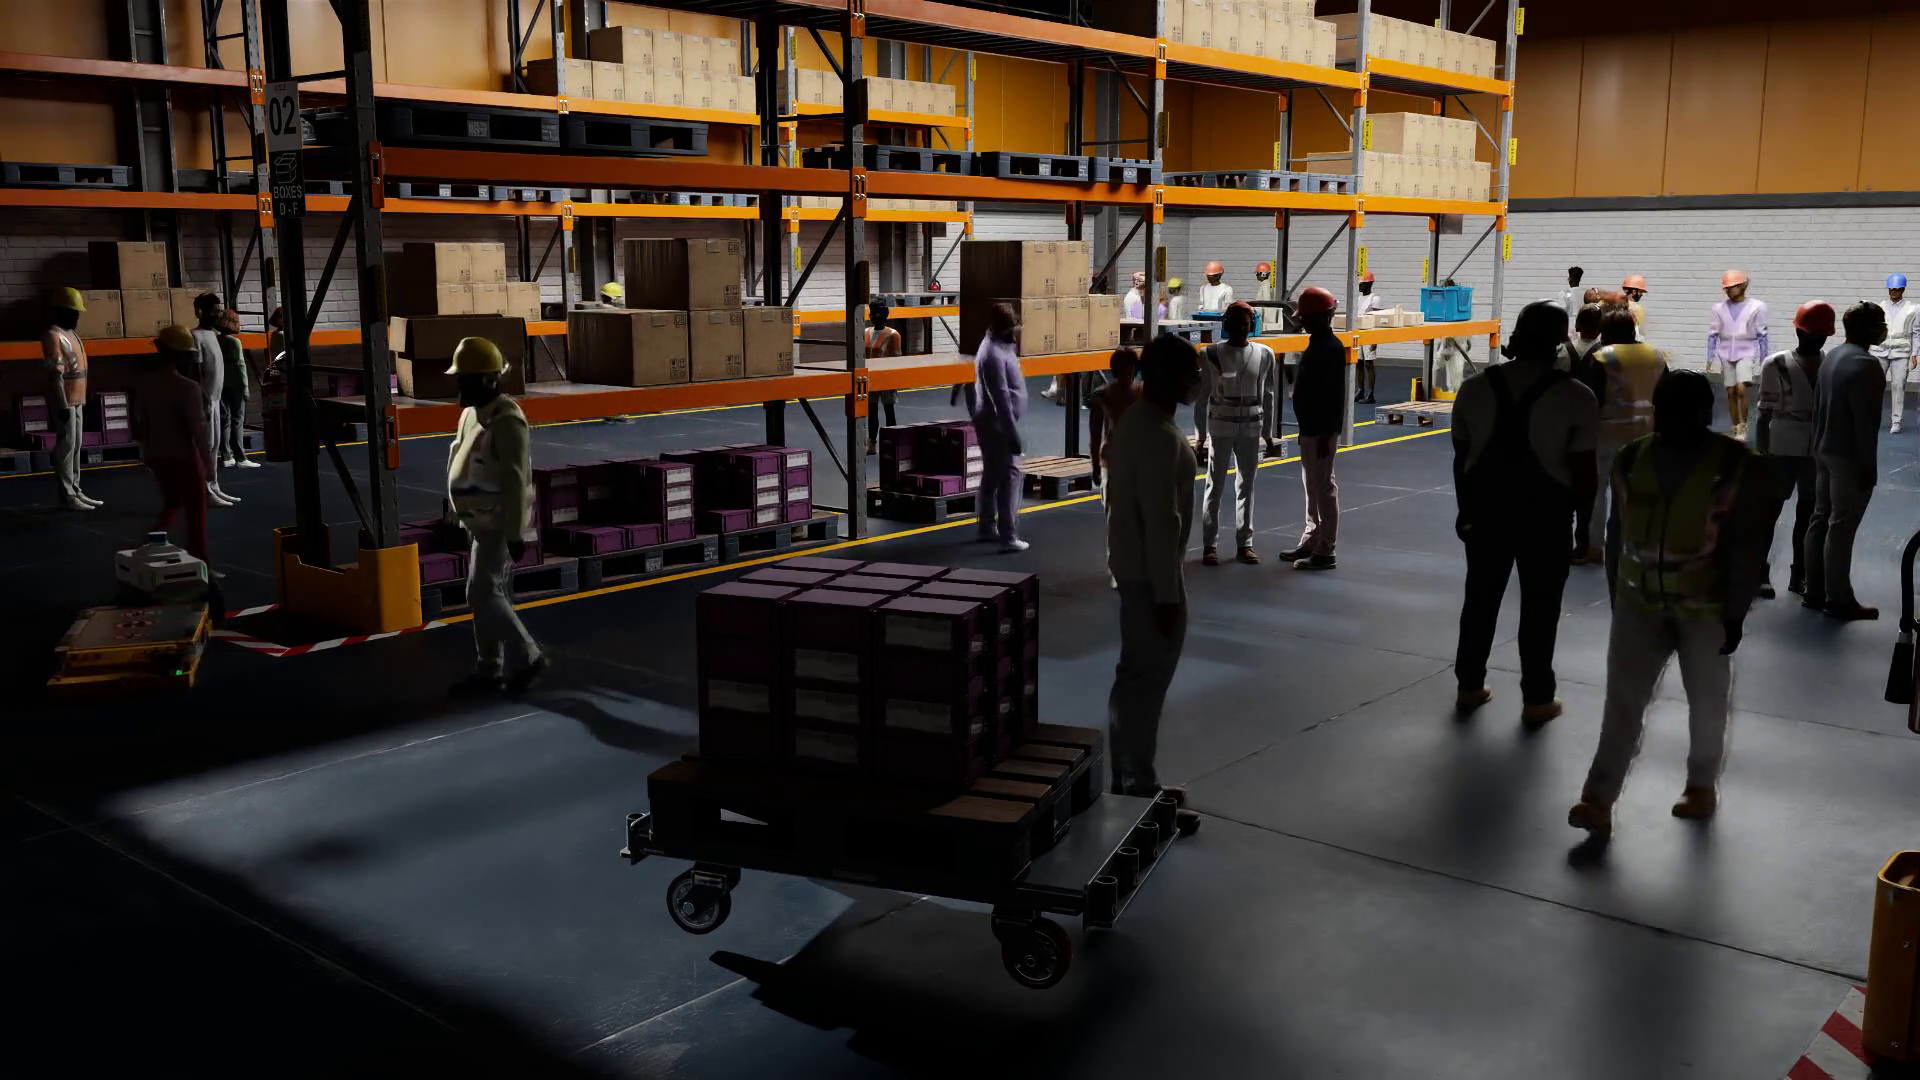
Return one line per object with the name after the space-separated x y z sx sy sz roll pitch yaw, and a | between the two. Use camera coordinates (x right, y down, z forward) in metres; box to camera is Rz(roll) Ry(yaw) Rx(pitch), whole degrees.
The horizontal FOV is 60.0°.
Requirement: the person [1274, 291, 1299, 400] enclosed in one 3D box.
4.673 -2.809 24.117 0.544 1.679 0.430 5 11 26 | person

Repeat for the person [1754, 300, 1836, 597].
5.412 -0.575 10.705 0.551 1.925 0.381 0 10 2 | person

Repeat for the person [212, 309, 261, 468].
-7.480 -1.549 17.086 0.499 1.633 0.289 7 12 33 | person

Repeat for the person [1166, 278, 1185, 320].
3.820 -3.688 28.933 0.630 1.745 0.530 6 12 30 | person

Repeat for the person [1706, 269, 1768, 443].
8.860 -2.081 19.031 0.623 2.008 0.690 9 14 43 | person

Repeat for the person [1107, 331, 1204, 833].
0.757 0.158 6.499 0.355 1.936 0.635 0 10 -2 | person

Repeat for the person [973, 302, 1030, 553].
0.331 -0.840 12.413 0.465 1.859 0.678 0 10 -2 | person

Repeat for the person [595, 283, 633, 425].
-4.454 -2.363 21.213 0.640 1.814 0.454 10 14 44 | person

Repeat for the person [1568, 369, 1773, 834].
2.725 0.250 6.381 0.624 1.791 0.954 9 13 40 | person

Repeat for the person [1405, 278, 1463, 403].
6.600 -2.671 22.908 0.894 1.828 0.573 7 12 33 | person

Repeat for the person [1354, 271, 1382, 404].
5.865 -2.935 24.138 0.390 1.932 0.573 -4 11 -21 | person

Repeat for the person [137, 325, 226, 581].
-5.186 -0.552 11.049 0.552 1.749 0.494 4 11 22 | person

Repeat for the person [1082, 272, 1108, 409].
1.891 -2.770 23.230 0.389 1.918 0.590 -6 12 -30 | person

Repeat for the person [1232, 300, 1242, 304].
3.315 -2.068 20.023 0.514 1.640 0.310 2 10 11 | person

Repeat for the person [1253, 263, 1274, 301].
5.404 -3.941 29.675 0.382 1.993 0.622 1 10 8 | person

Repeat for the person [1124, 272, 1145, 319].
2.623 -2.955 24.316 0.410 1.909 0.643 4 11 21 | person

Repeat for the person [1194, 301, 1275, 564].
1.959 -0.760 11.876 0.583 1.882 0.338 -1 10 -6 | person

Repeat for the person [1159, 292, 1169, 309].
2.842 -2.697 23.616 0.285 1.636 0.497 -2 10 -9 | person

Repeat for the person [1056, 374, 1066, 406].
1.547 -2.864 23.786 0.539 1.905 0.732 -3 10 -17 | person

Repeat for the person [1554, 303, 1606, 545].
4.739 -0.870 12.618 0.508 1.846 0.345 8 13 38 | person

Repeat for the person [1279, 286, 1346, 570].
2.505 -0.784 11.720 0.391 1.989 0.611 -1 10 -4 | person

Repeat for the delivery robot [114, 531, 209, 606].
-4.793 0.192 9.972 0.477 0.478 0.707 -9 14 -42 | delivery robot

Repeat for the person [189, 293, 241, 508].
-6.549 -1.217 14.548 0.331 1.865 0.519 -1 10 -8 | person

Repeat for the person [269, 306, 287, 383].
-7.256 -1.696 17.922 0.278 1.631 0.507 -8 13 -38 | person

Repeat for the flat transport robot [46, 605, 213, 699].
-4.432 0.562 8.942 0.652 0.197 1.431 -4 11 -19 | flat transport robot

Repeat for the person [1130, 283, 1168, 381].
2.379 -2.422 21.559 0.598 1.799 0.926 8 13 40 | person

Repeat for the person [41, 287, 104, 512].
-7.654 -1.205 14.319 0.381 1.918 0.584 -2 10 -13 | person

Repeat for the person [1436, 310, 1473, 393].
7.569 -3.008 25.472 0.534 1.594 0.845 3 10 16 | person

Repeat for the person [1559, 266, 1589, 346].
9.675 -3.324 26.241 0.603 1.966 0.372 -3 10 -14 | person

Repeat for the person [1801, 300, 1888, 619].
5.455 -0.497 10.228 0.374 1.941 0.627 1 10 5 | person

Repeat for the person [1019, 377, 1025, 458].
0.491 -1.786 17.802 0.442 1.853 0.551 -8 13 -38 | person

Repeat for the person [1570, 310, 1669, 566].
4.690 -0.720 11.876 0.873 1.815 0.432 -3 10 -17 | person

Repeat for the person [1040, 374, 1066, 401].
1.492 -3.058 24.841 0.608 1.932 1.085 8 13 38 | person

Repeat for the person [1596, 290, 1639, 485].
6.165 -1.473 16.009 0.581 1.866 0.660 -2 10 -11 | person

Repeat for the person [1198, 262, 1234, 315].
4.052 -3.409 26.542 0.609 2.034 0.404 9 13 41 | person

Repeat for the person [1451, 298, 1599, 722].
2.726 -0.158 8.008 0.689 2.000 0.536 8 13 37 | person

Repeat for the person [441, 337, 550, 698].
-2.355 -0.101 8.302 0.430 1.821 0.618 -6 12 -31 | person

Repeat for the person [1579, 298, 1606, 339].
6.318 -1.495 16.400 0.524 1.769 0.326 -2 10 -11 | person

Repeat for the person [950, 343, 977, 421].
0.147 -1.447 16.340 0.508 1.691 0.912 9 13 41 | person

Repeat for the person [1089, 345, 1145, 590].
1.122 -0.512 11.204 0.519 1.622 0.654 0 10 2 | person

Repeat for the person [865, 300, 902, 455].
-0.873 -1.741 17.997 0.533 1.697 0.319 7 12 34 | person

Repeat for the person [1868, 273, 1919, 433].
11.378 -2.277 20.332 0.618 1.945 0.394 7 12 36 | person

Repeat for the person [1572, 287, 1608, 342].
6.649 -1.728 17.505 0.429 1.846 0.625 1 10 4 | person

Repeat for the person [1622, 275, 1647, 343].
8.075 -2.229 20.117 0.374 1.928 0.542 -4 11 -21 | person
